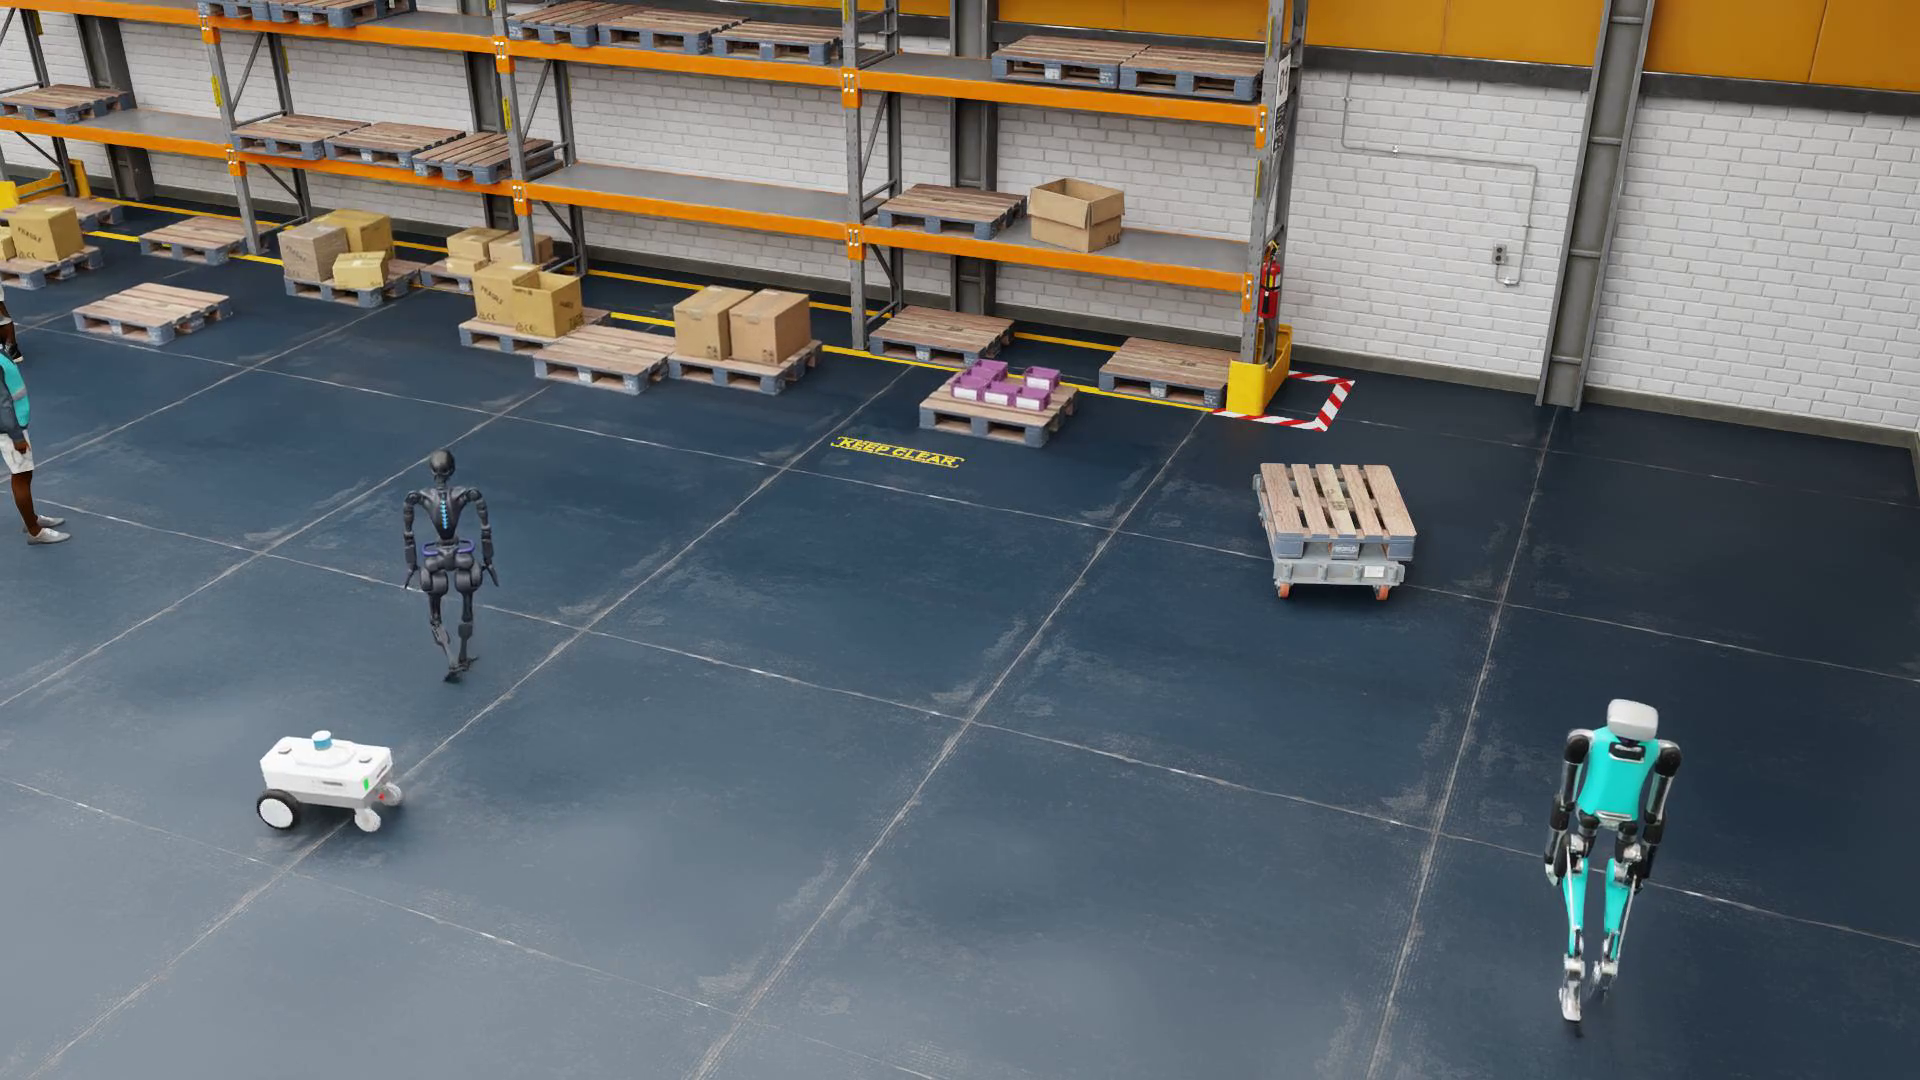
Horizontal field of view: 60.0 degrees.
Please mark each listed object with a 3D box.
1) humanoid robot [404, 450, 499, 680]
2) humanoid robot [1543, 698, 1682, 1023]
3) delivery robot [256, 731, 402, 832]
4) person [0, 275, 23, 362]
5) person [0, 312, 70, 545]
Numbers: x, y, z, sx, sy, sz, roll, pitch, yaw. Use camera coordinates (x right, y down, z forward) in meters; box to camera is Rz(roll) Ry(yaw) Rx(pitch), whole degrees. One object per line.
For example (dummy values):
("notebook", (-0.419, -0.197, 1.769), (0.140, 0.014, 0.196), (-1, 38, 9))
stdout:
("humanoid robot", (-3.405, 0.183, 11.075), (0.607, 1.644, 0.477), (-8, 28, -16))
("humanoid robot", (3.124, 1.708, 8.078), (0.541, 1.840, 0.749), (6, 28, 11))
("delivery robot", (-3.768, 1.415, 9.894), (0.809, 0.611, 0.499), (5, 28, 9))
("person", (-9.604, -2.674, 16.266), (0.605, 1.967, 0.368), (23, 35, 37))
("person", (-7.341, -0.890, 12.835), (0.417, 1.941, 0.552), (-15, 31, -26))
